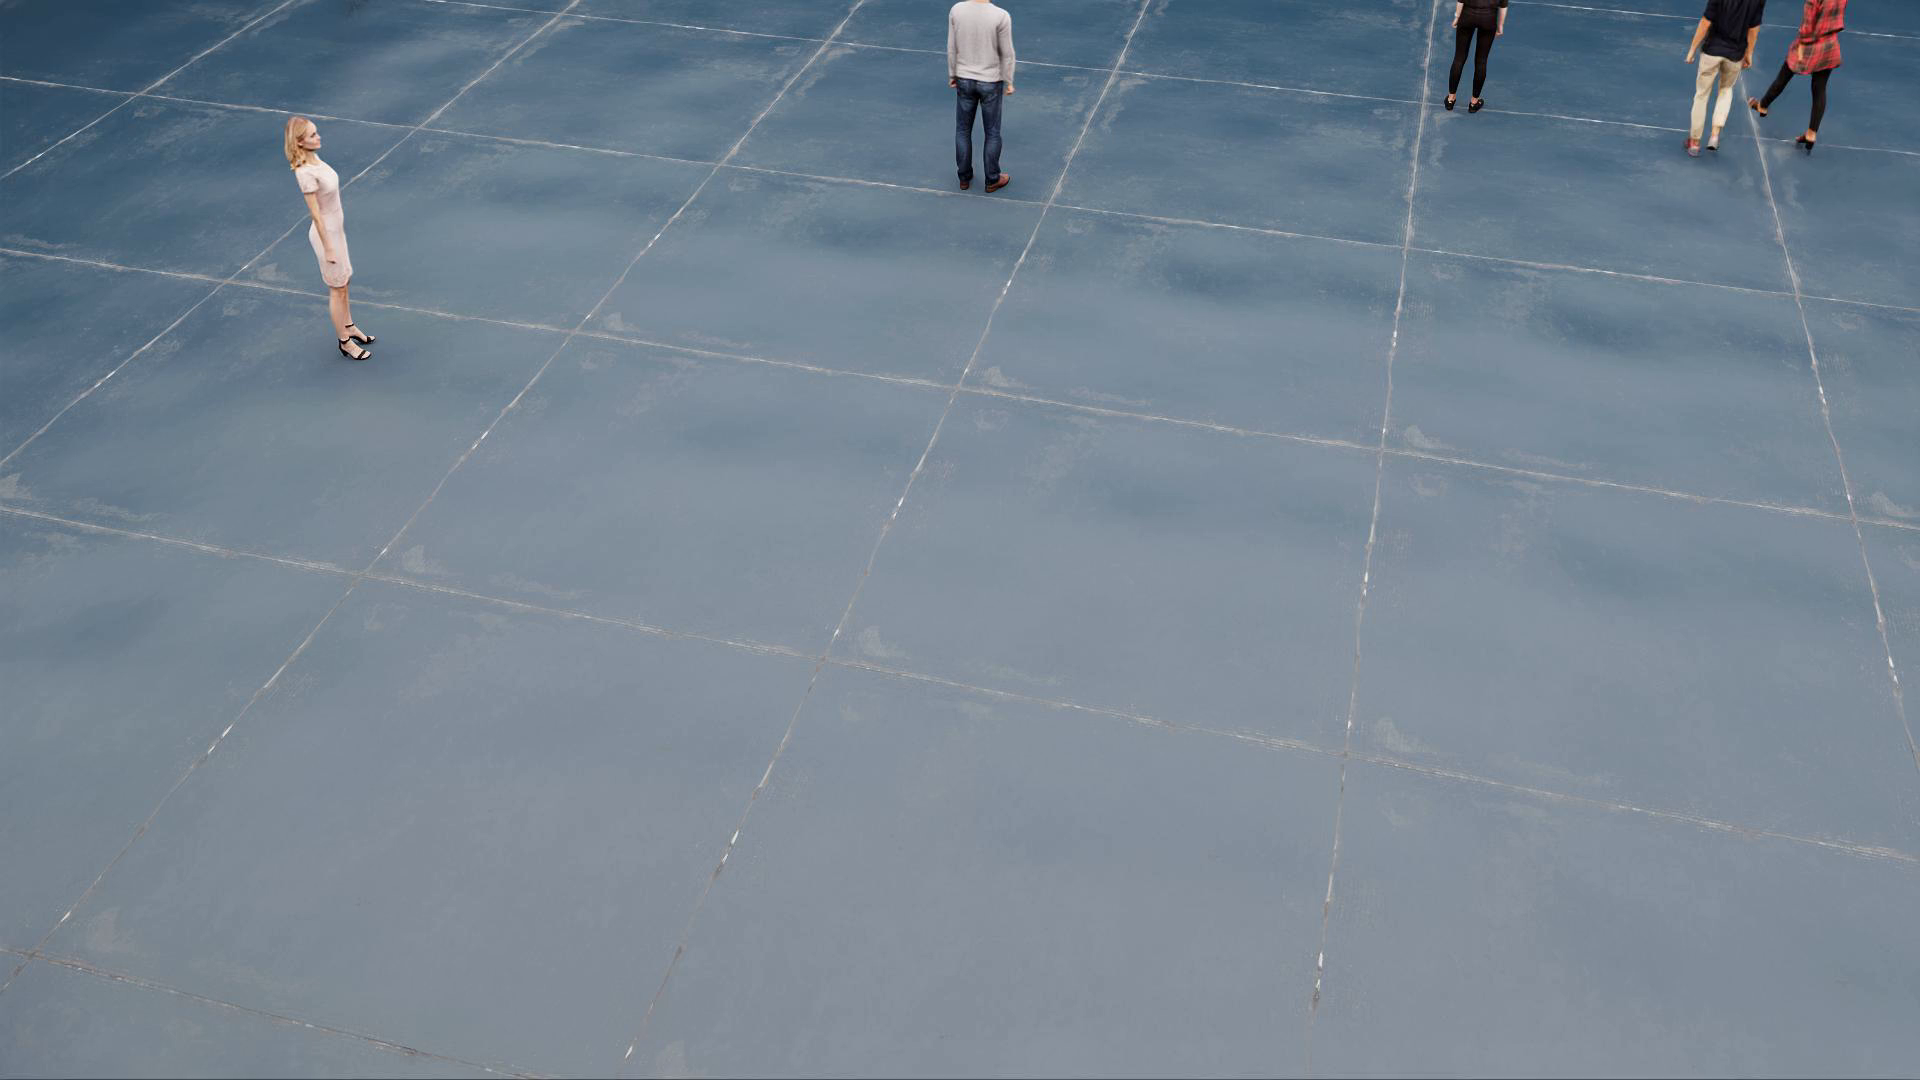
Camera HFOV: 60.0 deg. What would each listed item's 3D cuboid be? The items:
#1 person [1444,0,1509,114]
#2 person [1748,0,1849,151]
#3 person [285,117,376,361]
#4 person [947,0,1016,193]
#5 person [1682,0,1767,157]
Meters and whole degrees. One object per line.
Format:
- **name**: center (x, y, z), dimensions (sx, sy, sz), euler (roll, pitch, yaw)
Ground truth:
- **person**: center (4.765, -4.793, 15.294), dimensions (0.625, 1.712, 0.546), euler (13, 40, 16)
- **person**: center (7.592, -4.266, 14.674), dimensions (0.952, 1.644, 1.191), euler (-8, 39, -10)
- **person**: center (-4.489, -2.142, 11.809), dimensions (0.703, 1.830, 0.563), euler (-5, 38, -6)
- **person**: center (0.168, -3.849, 13.927), dimensions (0.754, 1.909, 0.640), euler (13, 40, 16)
- **person**: center (6.626, -4.173, 14.392), dimensions (0.717, 1.847, 0.697), euler (5, 38, 6)
